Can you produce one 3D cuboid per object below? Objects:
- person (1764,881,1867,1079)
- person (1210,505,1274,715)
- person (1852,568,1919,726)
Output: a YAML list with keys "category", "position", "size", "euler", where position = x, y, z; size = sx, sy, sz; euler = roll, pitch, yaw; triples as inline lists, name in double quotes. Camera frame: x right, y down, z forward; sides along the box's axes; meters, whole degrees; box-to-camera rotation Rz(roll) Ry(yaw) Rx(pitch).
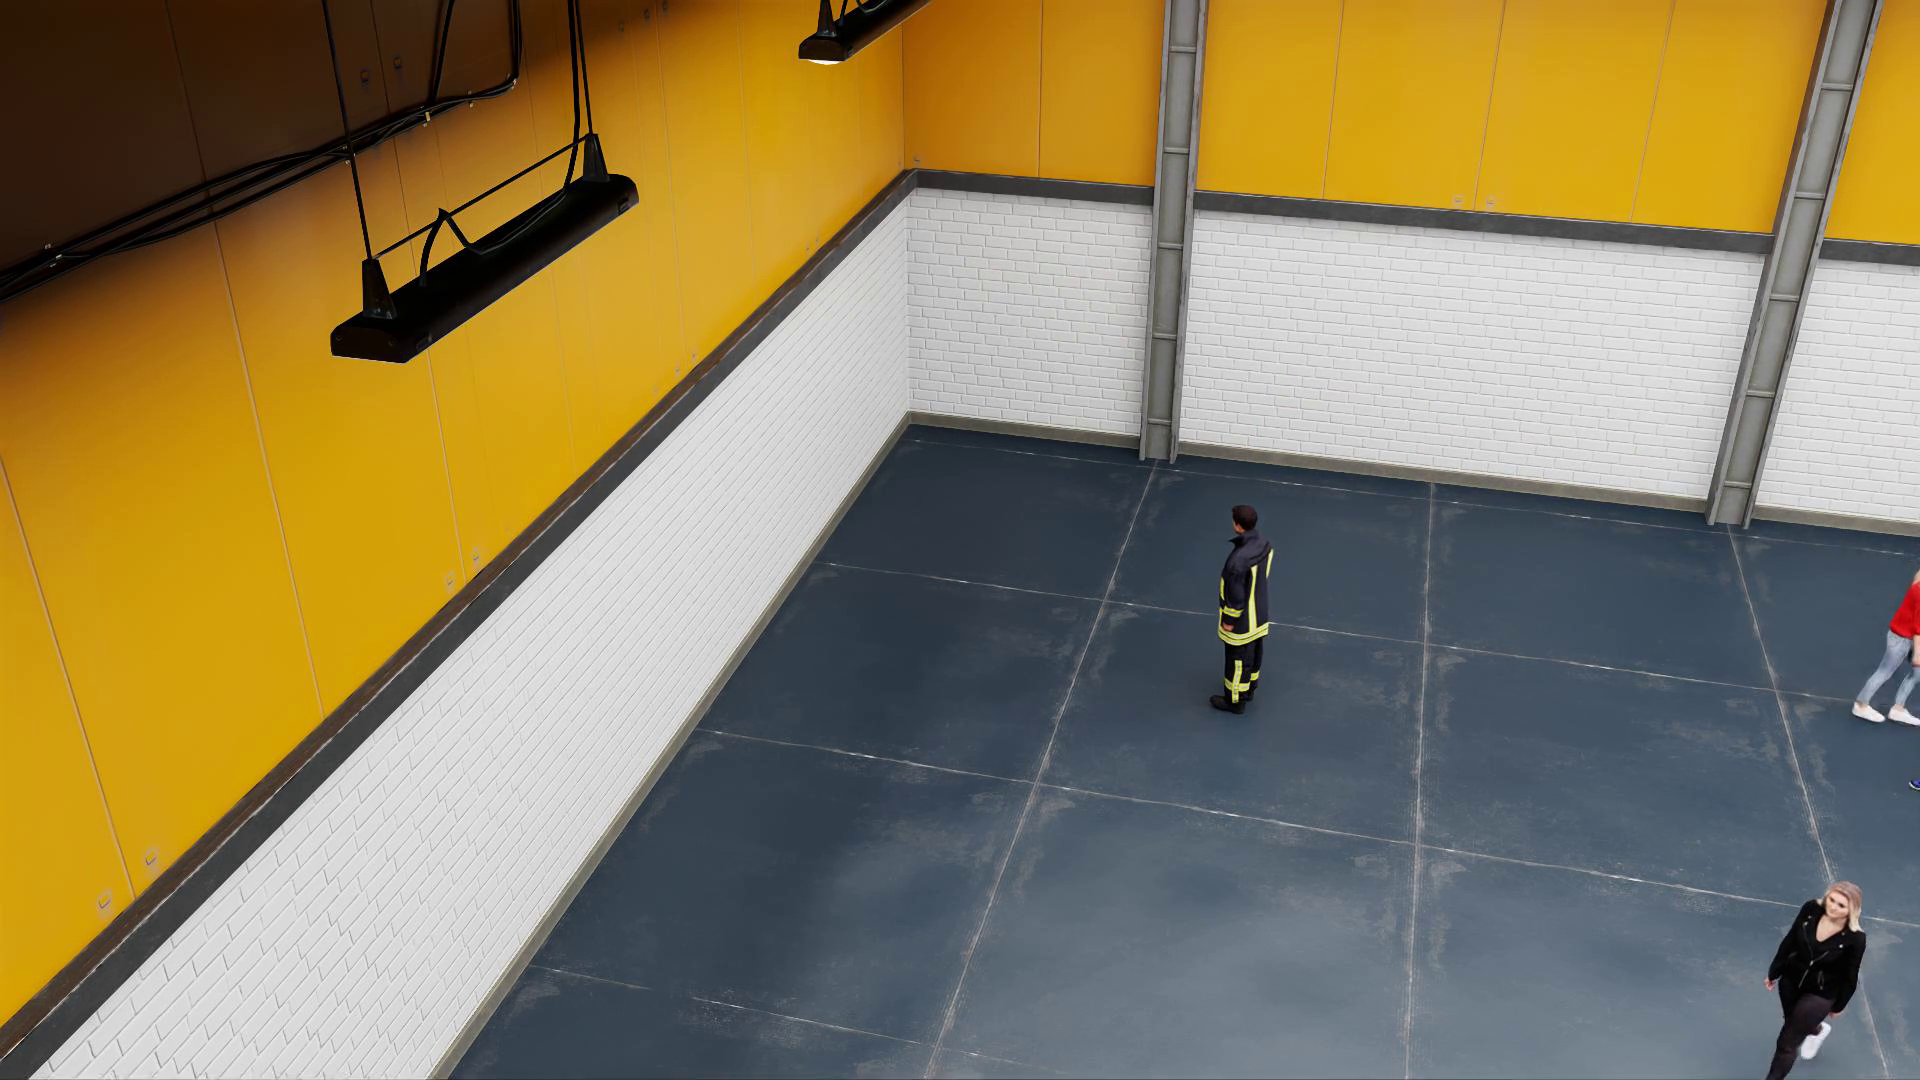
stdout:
- category: "person"
  position: [5.297, 2.748, 10.298]
  size: [1.147, 1.655, 1.085]
  euler: [-15, 32, -26]
- category: "person"
  position: [2.401, 0.575, 14.005]
  size: [0.812, 1.920, 0.866]
  euler: [18, 33, 30]
- category: "person"
  position: [7.785, 0.798, 13.846]
  size: [0.844, 1.681, 0.763]
  euler: [17, 33, 29]
